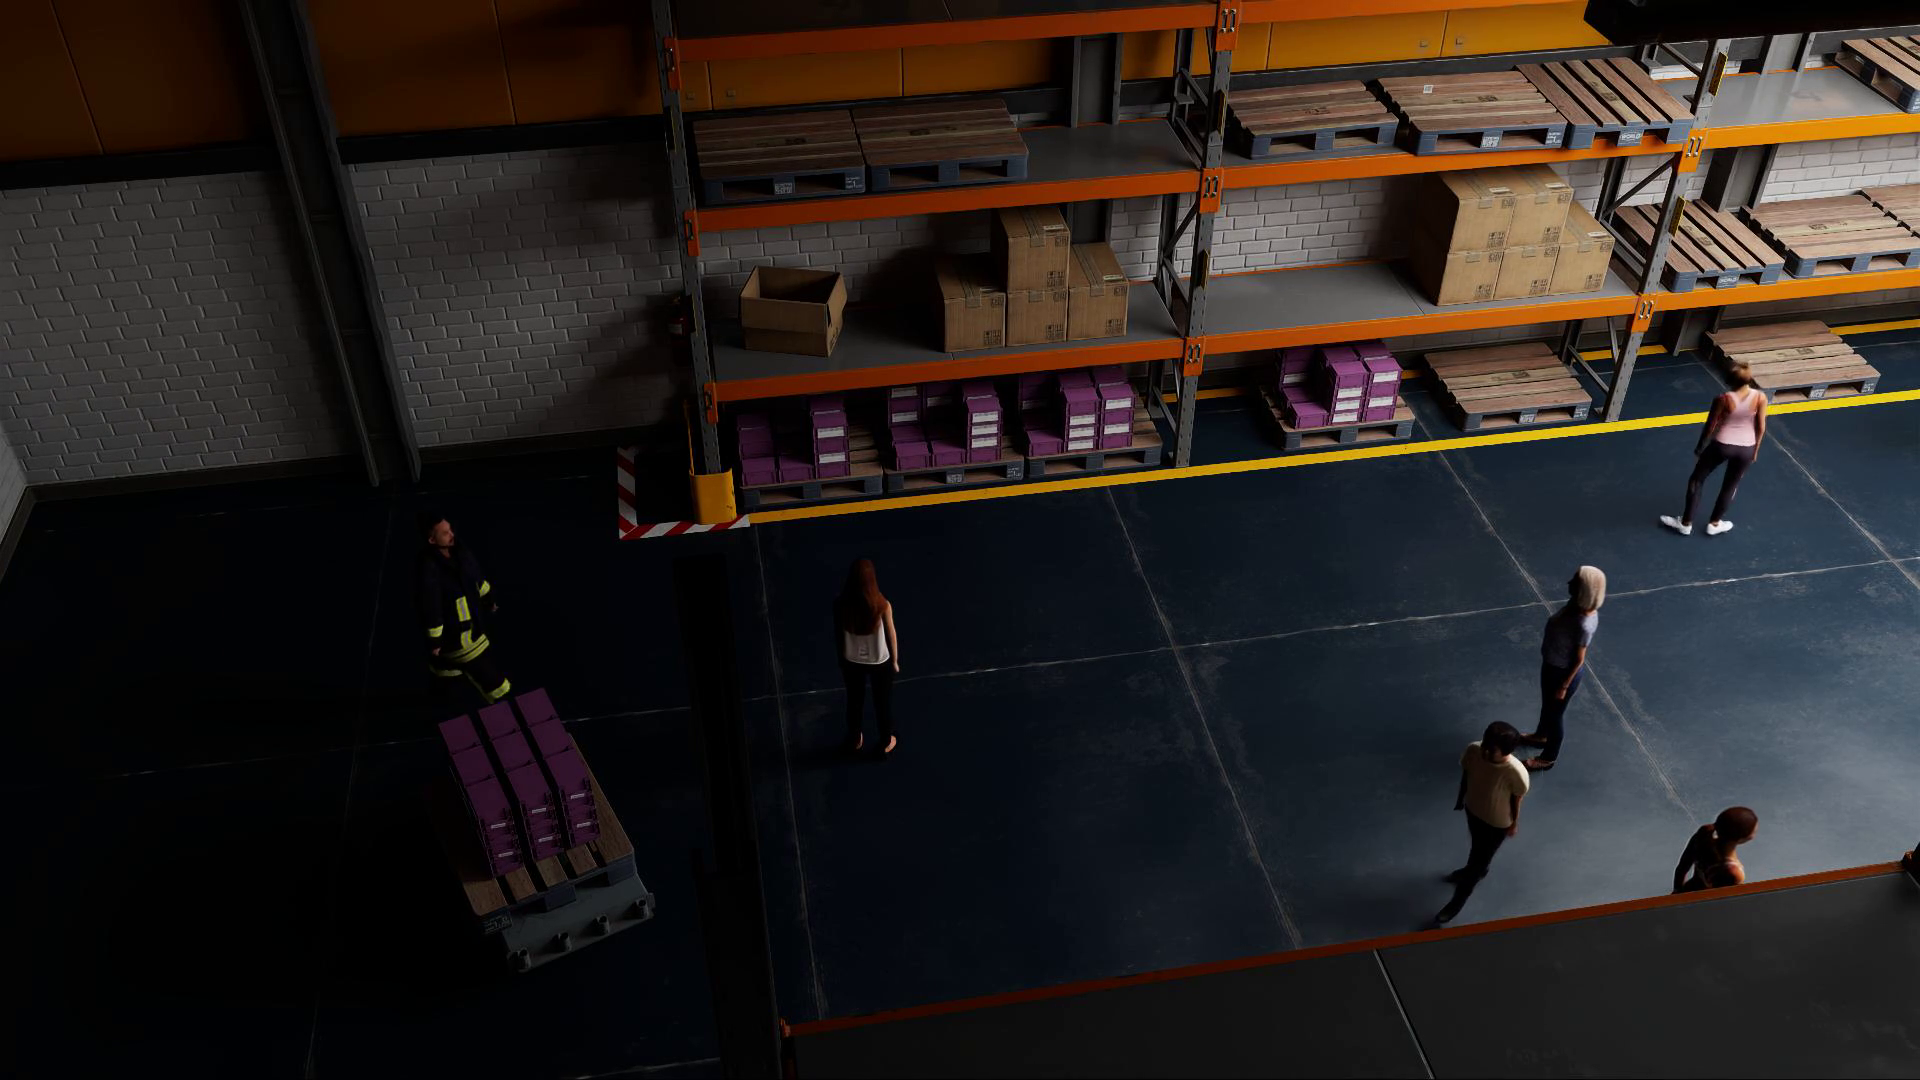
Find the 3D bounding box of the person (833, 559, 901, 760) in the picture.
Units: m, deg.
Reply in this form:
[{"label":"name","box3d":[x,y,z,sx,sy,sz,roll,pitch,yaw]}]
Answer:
[{"label":"person","box3d":[-0.627,0.811,11.235,0.545,1.722,0.691,6,39,7]}]

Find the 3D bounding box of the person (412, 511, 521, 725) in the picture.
[{"label":"person","box3d":[-3.579,0.525,11.519,1.270,1.814,1.010,5,39,7]}]

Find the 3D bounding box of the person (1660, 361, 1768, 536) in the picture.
[{"label":"person","box3d":[6.160,-0.727,13.215,0.698,1.654,0.872,20,43,24]}]

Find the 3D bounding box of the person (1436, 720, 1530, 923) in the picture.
[{"label":"person","box3d":[3.300,1.668,10.294,0.917,1.558,0.778,-20,43,-23]}]

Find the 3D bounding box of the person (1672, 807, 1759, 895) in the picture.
[{"label":"person","box3d":[4.178,2.162,9.489,0.552,1.789,0.601,-10,40,-12]}]

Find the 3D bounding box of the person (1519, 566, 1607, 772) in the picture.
[{"label":"person","box3d":[4.053,0.855,11.181,0.612,1.722,0.652,5,39,6]}]
